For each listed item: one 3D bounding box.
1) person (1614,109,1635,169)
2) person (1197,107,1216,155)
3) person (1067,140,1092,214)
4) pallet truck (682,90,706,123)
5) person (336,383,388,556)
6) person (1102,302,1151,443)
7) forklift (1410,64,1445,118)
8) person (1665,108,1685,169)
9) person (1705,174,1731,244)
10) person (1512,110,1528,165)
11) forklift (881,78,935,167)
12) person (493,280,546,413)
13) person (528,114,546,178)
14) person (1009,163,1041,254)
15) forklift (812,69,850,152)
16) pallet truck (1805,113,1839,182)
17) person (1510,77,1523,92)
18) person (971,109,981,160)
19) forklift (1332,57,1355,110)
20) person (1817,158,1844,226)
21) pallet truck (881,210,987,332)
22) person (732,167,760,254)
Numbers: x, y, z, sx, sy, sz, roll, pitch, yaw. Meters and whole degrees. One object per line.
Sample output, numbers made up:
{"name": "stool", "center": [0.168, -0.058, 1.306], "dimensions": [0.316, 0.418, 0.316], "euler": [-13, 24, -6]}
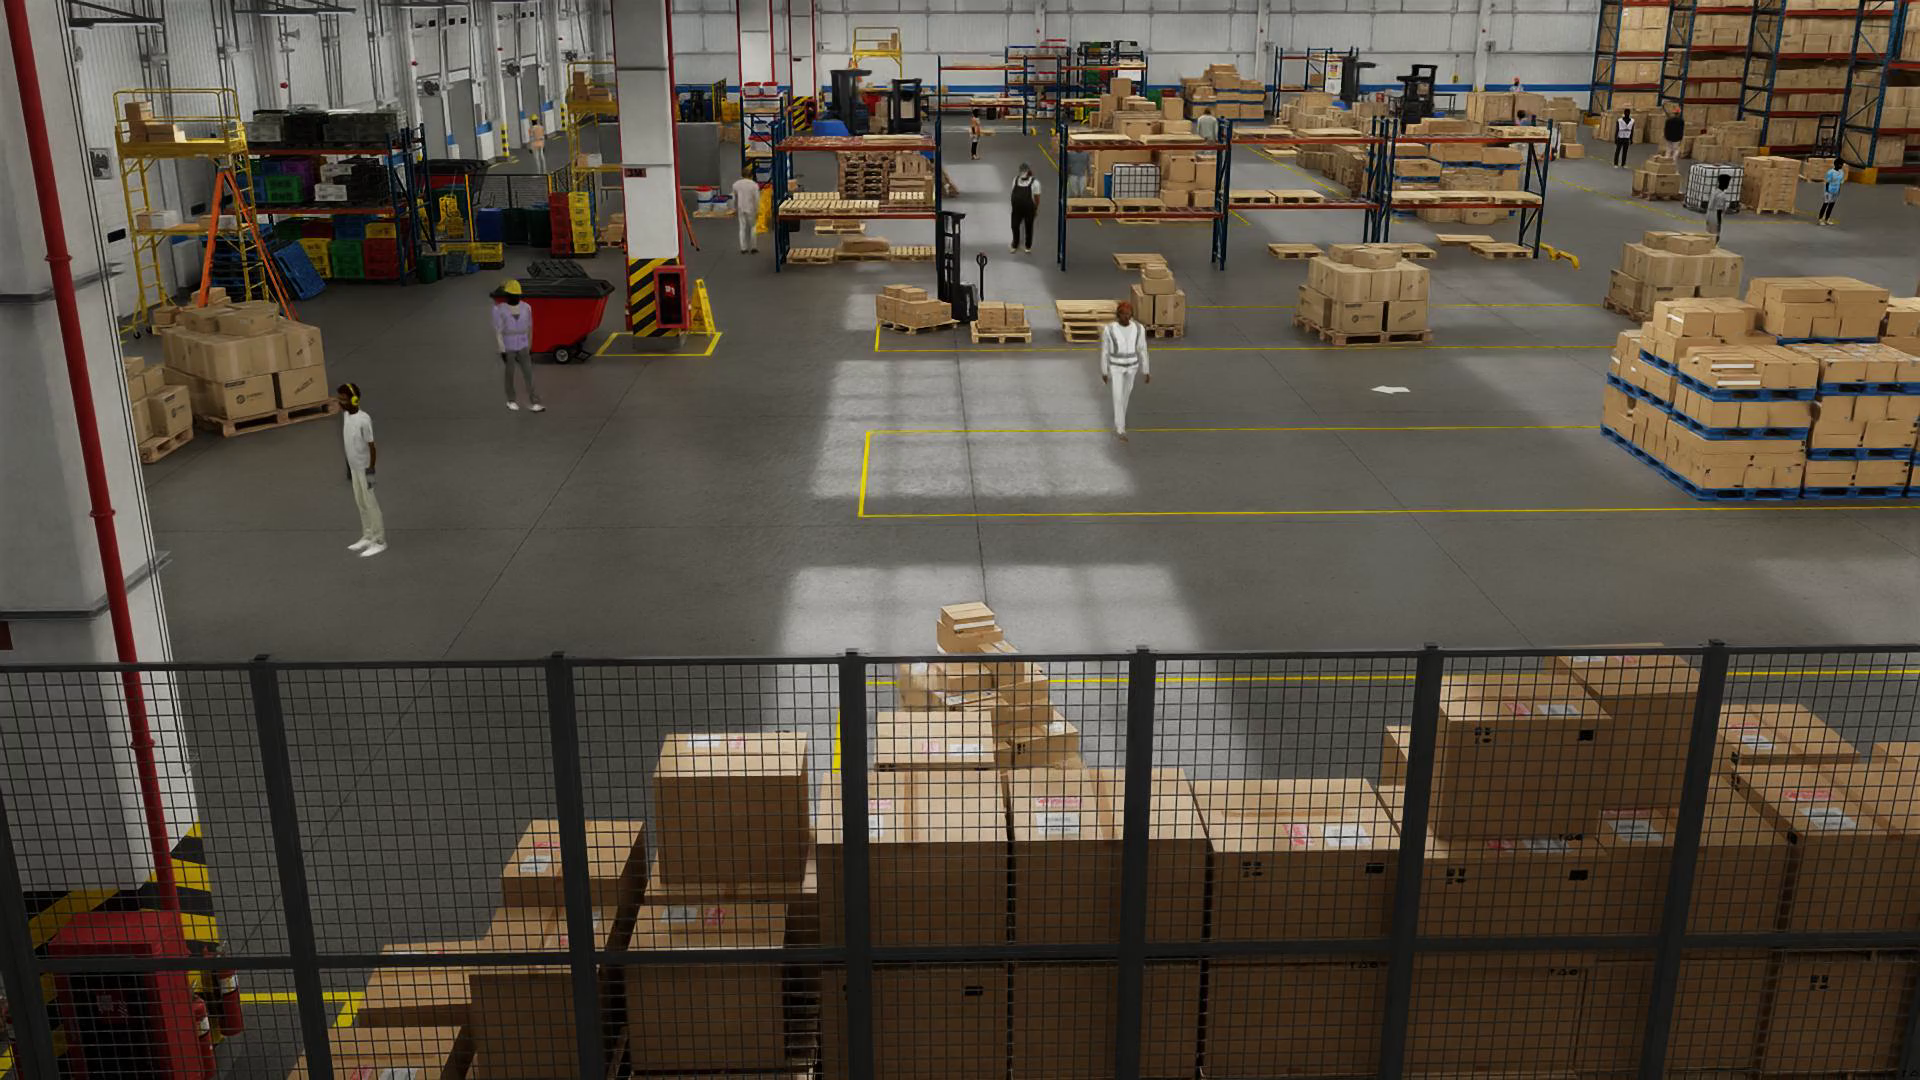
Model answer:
{"name": "person", "center": [21.579, -13.056, 54.101], "dimensions": [0.595, 1.914, 0.384], "euler": [-1, 19, -3]}
{"name": "person", "center": [8.128, -13.314, 54.915], "dimensions": [0.642, 1.894, 1.040], "euler": [2, 19, 7]}
{"name": "person", "center": [3.115, -9.460, 43.422], "dimensions": [0.657, 1.909, 0.830], "euler": [-2, 19, -5]}
{"name": "pallet truck", "center": [-9.671, -15.907, 62.421], "dimensions": [0.823, 1.965, 1.885], "euler": [5, 19, 15]}
{"name": "person", "center": [-6.376, -0.755, 17.677], "dimensions": [0.534, 1.864, 0.310], "euler": [17, 25, 40]}
{"name": "person", "center": [2.213, -2.219, 22.042], "dimensions": [0.599, 1.839, 0.941], "euler": [-4, 19, -12]}
{"name": "forklift", "center": [17.529, -16.593, 63.096], "dimensions": [1.873, 2.768, 1.129], "euler": [-16, 25, -40]}
{"name": "person", "center": [23.048, -12.952, 53.714], "dimensions": [0.611, 1.961, 0.762], "euler": [12, 22, 31]}
{"name": "person", "center": [16.214, -6.875, 35.691], "dimensions": [0.381, 1.956, 0.606], "euler": [1, 19, 4]}
{"name": "person", "center": [18.451, -13.329, 55.092], "dimensions": [0.925, 1.794, 0.635], "euler": [2, 19, 7]}
{"name": "forklift", "center": [-1.707, -13.628, 54.300], "dimensions": [1.129, 2.768, 1.873], "euler": [-11, 21, -29]}
{"name": "person", "center": [-6.229, -2.708, 23.439], "dimensions": [0.590, 1.890, 0.902], "euler": [-12, 22, -32]}
{"name": "person", "center": [-13.115, -12.198, 51.531], "dimensions": [0.384, 1.923, 0.590], "euler": [12, 22, 32]}
{"name": "person", "center": [1.402, -7.396, 37.106], "dimensions": [0.700, 2.000, 0.846], "euler": [7, 20, 20]}
{"name": "forklift", "center": [-4.282, -15.366, 59.455], "dimensions": [1.873, 2.768, 1.129], "euler": [-10, 21, -28]}
{"name": "pallet truck", "center": [26.403, -11.957, 50.702], "dimensions": [0.823, 1.965, 1.885], "euler": [6, 19, 16]}
{"name": "person", "center": [23.899, -18.933, 71.559], "dimensions": [0.554, 1.903, 0.962], "euler": [6, 20, 18]}
{"name": "person", "center": [0.537, -13.895, 56.917], "dimensions": [0.318, 1.697, 0.533], "euler": [6, 19, 17]}
{"name": "forklift", "center": [15.928, -18.471, 68.666], "dimensions": [1.873, 2.768, 1.129], "euler": [-1, 19, -1]}
{"name": "person", "center": [21.738, -8.671, 41.446], "dimensions": [0.532, 1.686, 0.334], "euler": [-8, 20, -22]}
{"name": "pallet truck", "center": [-0.493, -4.759, 29.349], "dimensions": [1.885, 1.965, 0.823], "euler": [-13, 23, -34]}
{"name": "person", "center": [-4.770, -7.363, 37.177], "dimensions": [0.661, 1.933, 0.367], "euler": [4, 19, 12]}
